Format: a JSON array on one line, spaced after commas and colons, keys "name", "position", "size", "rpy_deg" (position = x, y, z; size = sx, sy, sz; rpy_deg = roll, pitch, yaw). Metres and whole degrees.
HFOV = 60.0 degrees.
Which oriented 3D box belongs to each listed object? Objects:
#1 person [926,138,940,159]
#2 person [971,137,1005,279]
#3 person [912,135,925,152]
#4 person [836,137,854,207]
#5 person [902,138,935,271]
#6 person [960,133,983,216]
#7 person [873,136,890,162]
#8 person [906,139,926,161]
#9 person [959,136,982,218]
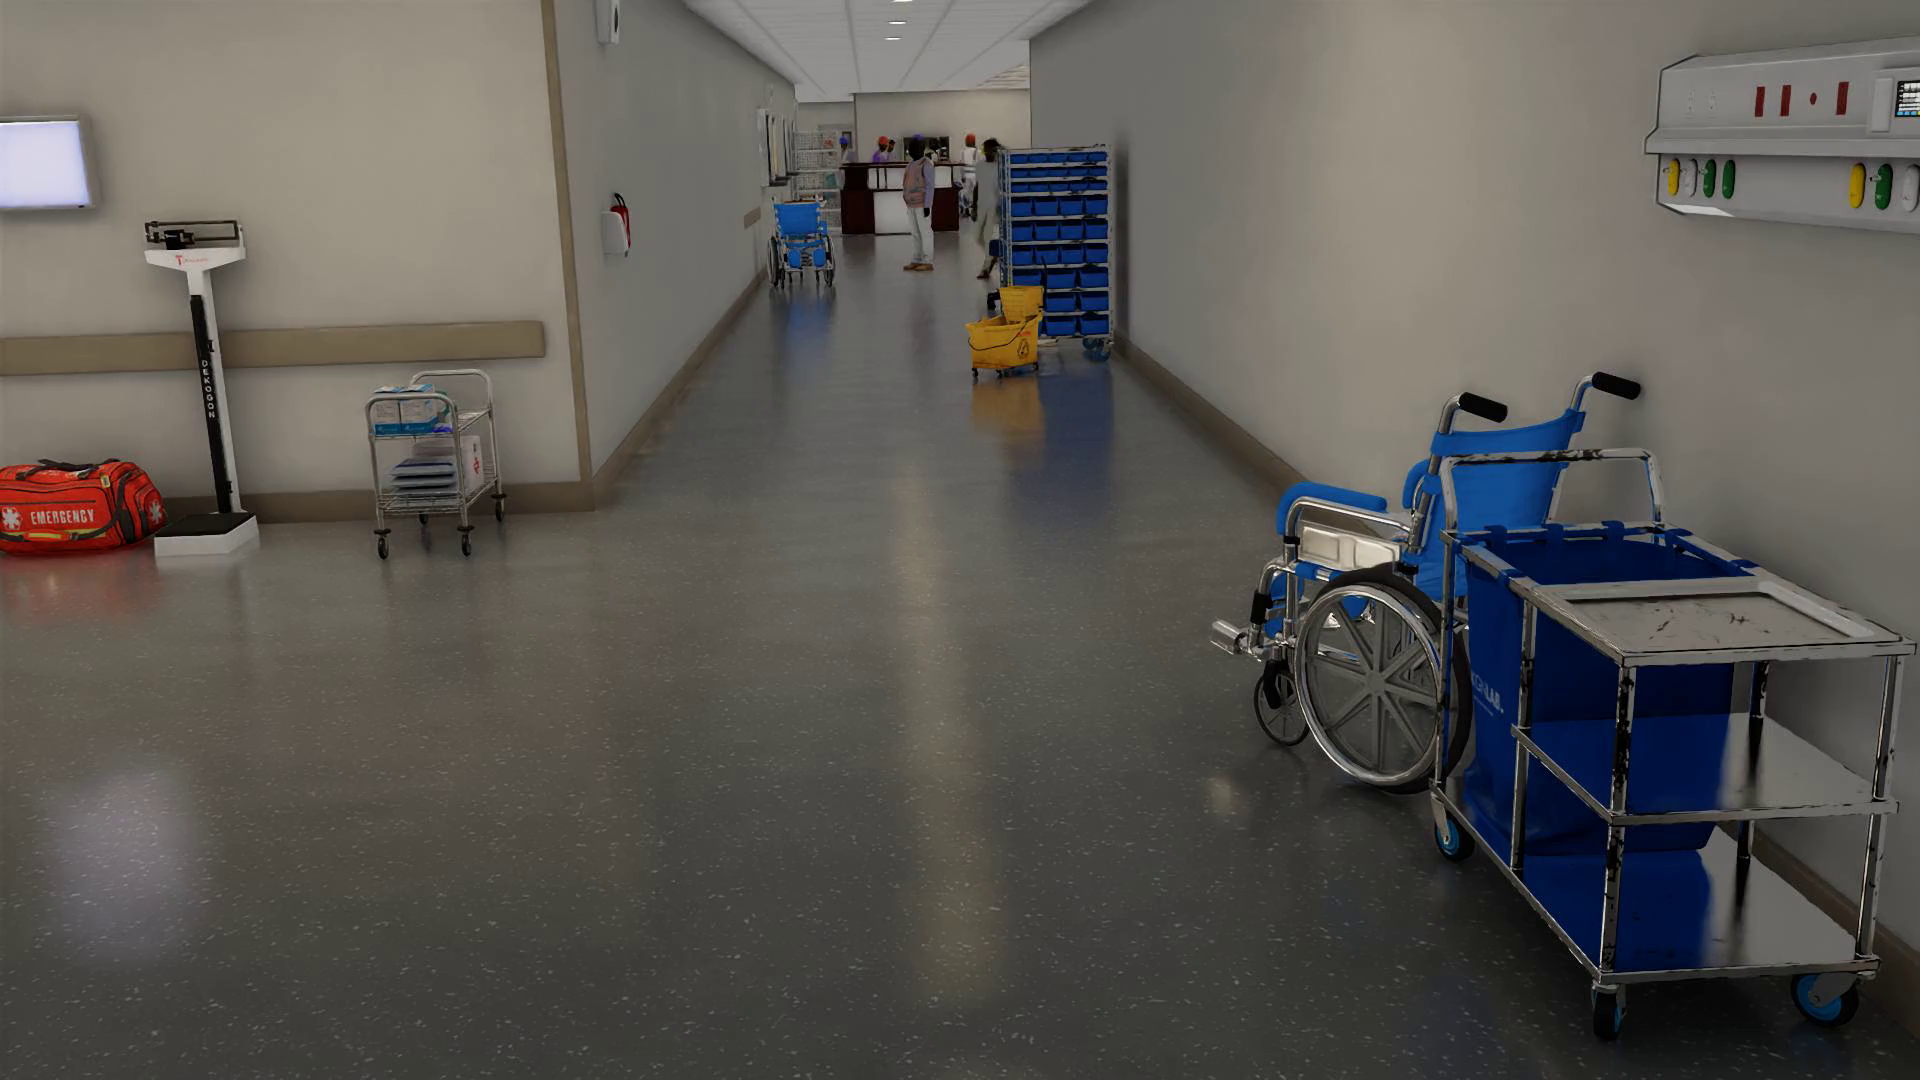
[{"name": "person", "position": [-0.617, -8.504, 39.058], "size": [0.432, 1.832, 0.626], "rpy_deg": [2, 14, 13]}, {"name": "person", "position": [0.405, -4.367, 21.915], "size": [0.552, 1.837, 0.502], "rpy_deg": [8, 17, 34]}, {"name": "person", "position": [-1.029, -9.208, 41.817], "size": [0.592, 1.912, 0.614], "rpy_deg": [0, 14, 6]}, {"name": "person", "position": [-3.141, -10.370, 46.846], "size": [0.602, 1.919, 0.927], "rpy_deg": [11, 18, 41]}, {"name": "person", "position": [-0.589, -4.734, 23.523], "size": [0.429, 1.846, 0.625], "rpy_deg": [-10, 16, -30]}, {"name": "person", "position": [0.285, -8.529, 38.895], "size": [0.545, 1.911, 0.512], "rpy_deg": [-5, 14, -13]}, {"name": "person", "position": [-1.888, -8.510, 39.070], "size": [0.697, 1.904, 0.591], "rpy_deg": [5, 15, 27]}, {"name": "person", "position": [-0.971, -8.615, 39.564], "size": [0.596, 1.828, 0.403], "rpy_deg": [-4, 14, -11]}, {"name": "person", "position": [0.284, -8.323, 38.167], "size": [0.649, 1.852, 0.457], "rpy_deg": [8, 17, 34]}]
